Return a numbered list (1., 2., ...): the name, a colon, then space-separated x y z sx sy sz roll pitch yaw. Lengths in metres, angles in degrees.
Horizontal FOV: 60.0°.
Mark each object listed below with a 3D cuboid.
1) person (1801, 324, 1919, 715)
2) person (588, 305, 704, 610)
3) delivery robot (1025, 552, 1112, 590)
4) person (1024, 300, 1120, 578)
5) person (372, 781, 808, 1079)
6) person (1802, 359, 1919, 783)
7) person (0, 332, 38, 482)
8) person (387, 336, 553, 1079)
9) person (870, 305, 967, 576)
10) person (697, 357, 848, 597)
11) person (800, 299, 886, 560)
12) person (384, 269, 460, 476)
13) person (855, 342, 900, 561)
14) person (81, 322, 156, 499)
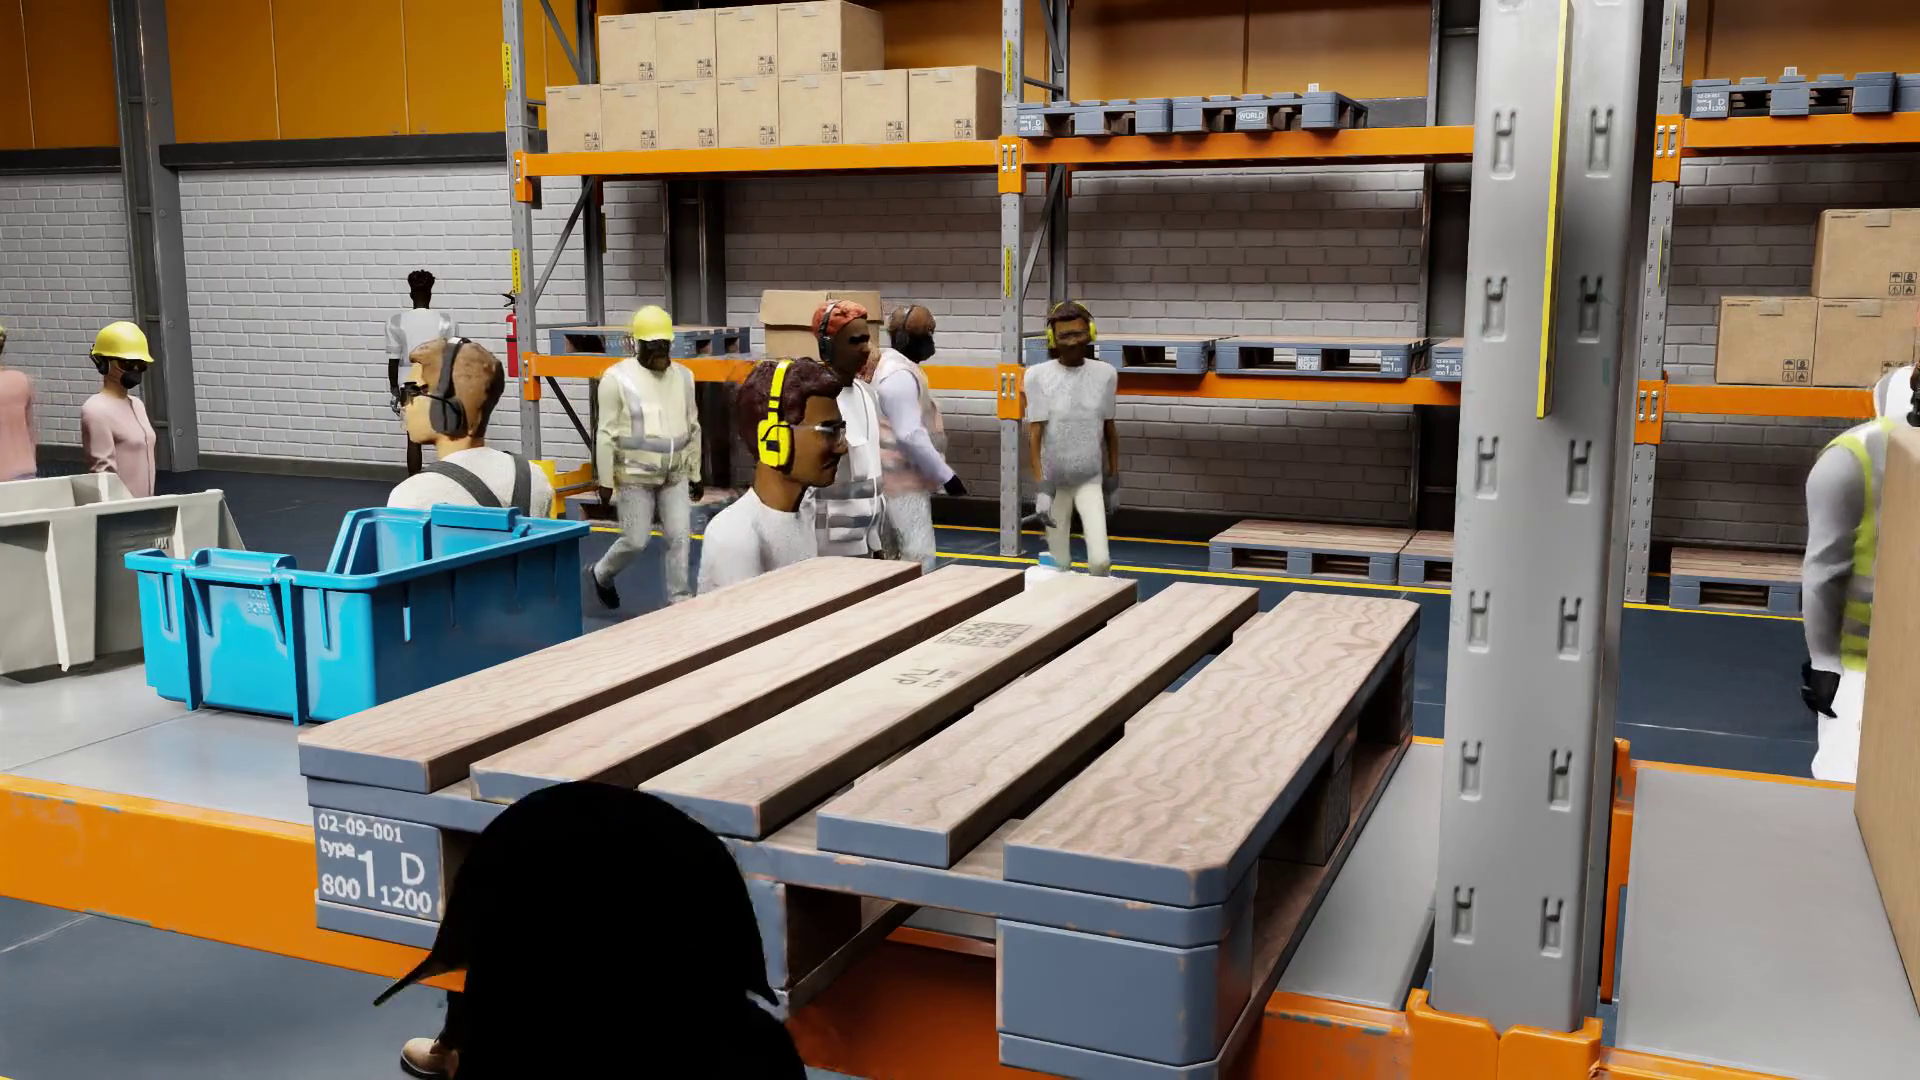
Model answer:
1. person: 4.073 -0.111 7.133 0.745 1.914 0.554 -3 10 -18
2. person: -1.743 -0.398 9.181 0.626 1.801 0.700 -8 12 -40
3. delivery robot: 0.447 0.303 8.416 0.707 0.478 0.477 -3 10 -19
4. person: 0.568 -0.251 8.169 0.510 1.838 0.605 -1 10 -8
5. person: -0.265 0.987 1.107 0.728 1.711 0.499 4 10 22
6. person: 2.671 0.344 4.668 0.647 1.824 0.432 -1 10 -5
7. person: -5.160 -0.347 9.003 0.642 1.750 0.562 2 10 11
8. person: -1.211 0.421 4.133 0.335 1.846 0.513 4 10 25
9. person: -0.222 -0.286 8.485 0.534 1.808 0.651 0 9 1
10. person: -0.341 0.523 3.611 0.983 1.819 0.518 3 10 15
11. person: -0.458 0.031 6.355 0.341 1.882 0.586 4 10 24
12. person: -4.411 -1.243 13.743 0.607 1.966 0.367 -3 10 -17
13. person: -0.480 -0.191 8.418 0.312 1.639 0.520 8 13 41
14. person: -3.687 -0.079 7.379 0.329 1.765 0.525 -1 10 -6
